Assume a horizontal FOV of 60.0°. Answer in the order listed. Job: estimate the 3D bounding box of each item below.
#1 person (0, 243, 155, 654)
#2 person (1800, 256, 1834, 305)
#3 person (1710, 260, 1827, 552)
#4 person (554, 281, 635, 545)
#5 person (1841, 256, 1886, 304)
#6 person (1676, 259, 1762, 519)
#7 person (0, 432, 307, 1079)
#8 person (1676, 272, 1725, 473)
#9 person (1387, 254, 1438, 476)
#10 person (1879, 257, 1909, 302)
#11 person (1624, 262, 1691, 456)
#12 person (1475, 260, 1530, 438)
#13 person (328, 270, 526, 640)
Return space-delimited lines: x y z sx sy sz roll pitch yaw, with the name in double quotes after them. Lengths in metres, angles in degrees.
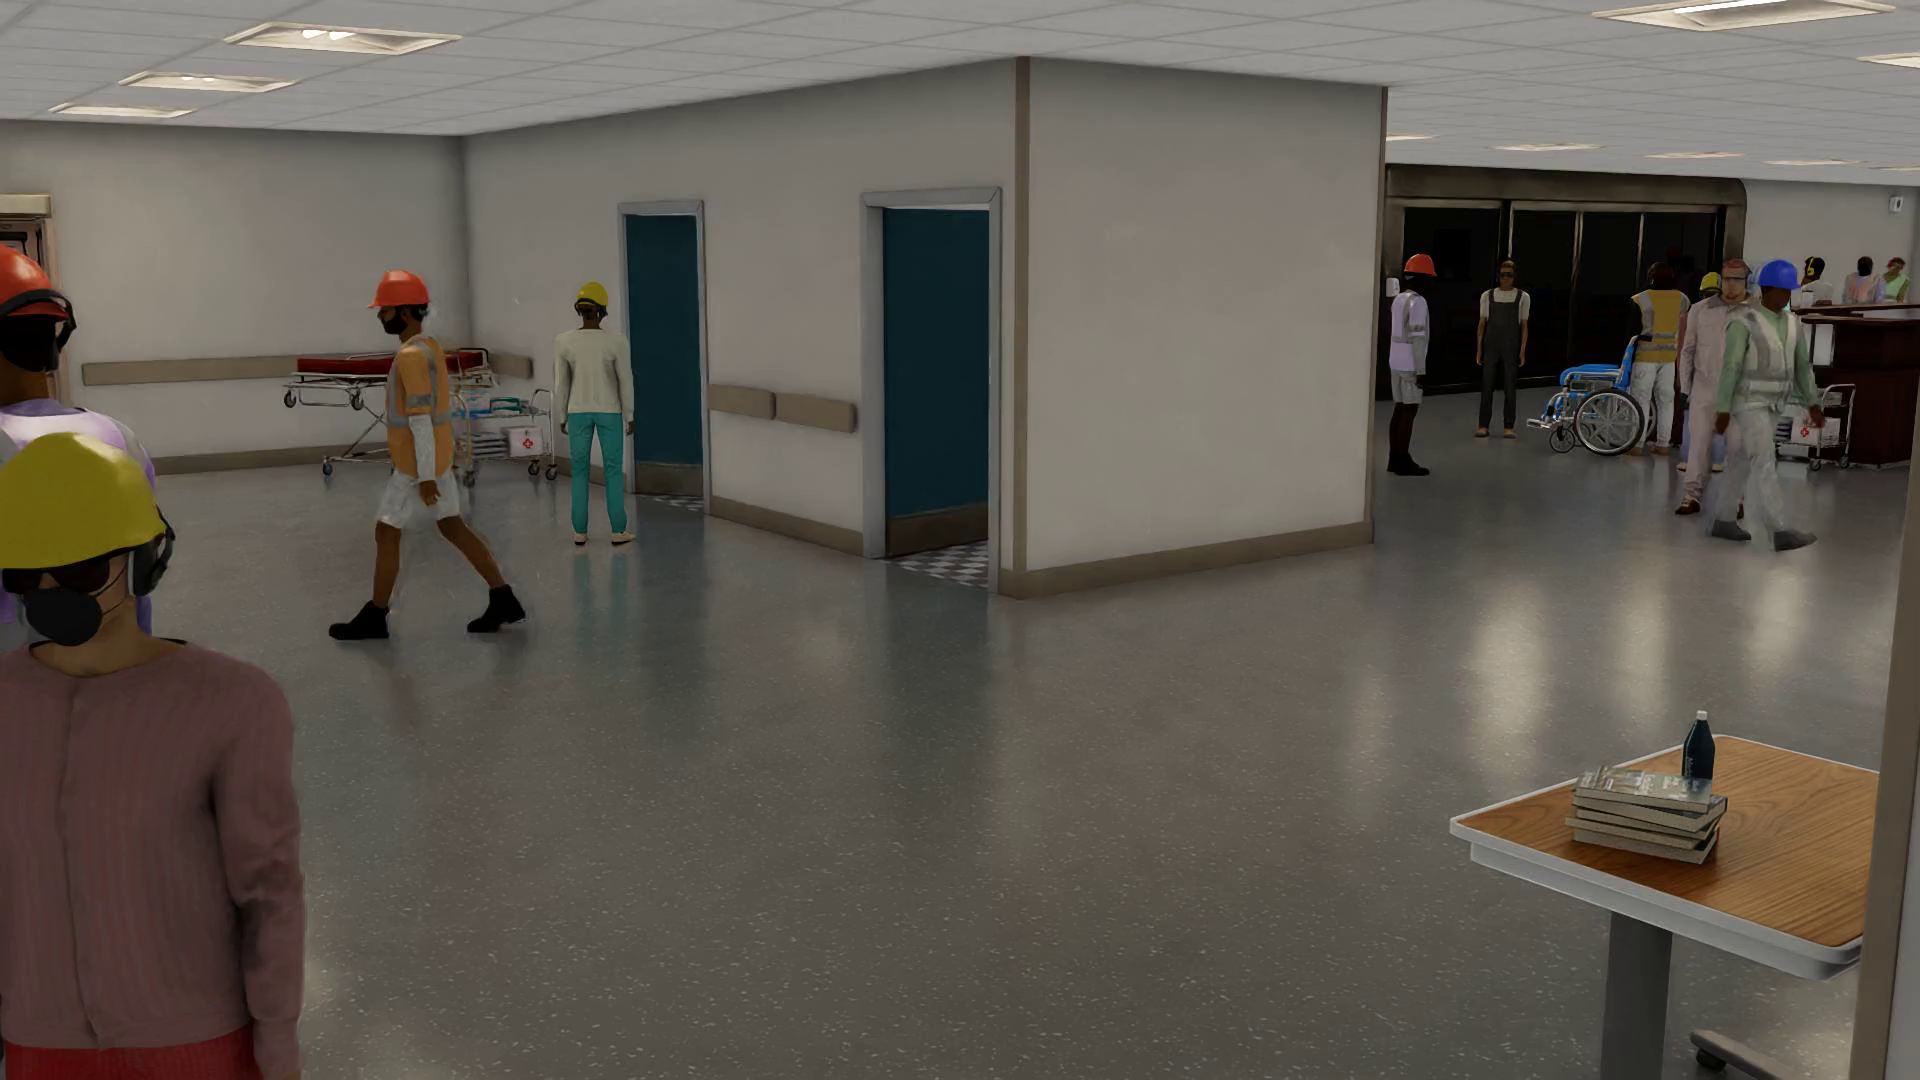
-1.929 0.404 3.475 0.409 2.028 0.615 1 10 8 "person"
10.353 -2.498 20.192 0.508 1.862 0.332 -4 11 -21 "person"
5.396 -0.884 10.999 0.625 1.896 0.958 -5 11 -27 "person"
-2.444 -0.842 11.171 0.531 1.768 0.311 0 10 1 "person"
13.934 -3.480 25.789 0.620 1.815 0.653 -9 13 -40 "person"
5.650 -1.114 12.303 0.643 1.908 0.411 6 12 32 "person"
-1.220 0.718 2.440 0.527 1.767 0.319 -1 10 -4 "person"
6.608 -1.475 14.713 0.524 1.772 0.301 4 11 19 "person"
3.960 -1.526 14.554 0.390 1.929 0.545 -1 10 -6 "person"
15.229 -3.734 27.294 0.435 1.802 0.611 -4 11 -21 "person"
6.590 -1.710 15.828 0.632 1.843 0.429 -2 10 -10 "person"
5.638 -1.978 17.306 0.508 1.847 0.345 4 11 21 "person"
-2.725 -0.426 8.499 0.977 1.895 0.559 -1 10 -6 "person"
